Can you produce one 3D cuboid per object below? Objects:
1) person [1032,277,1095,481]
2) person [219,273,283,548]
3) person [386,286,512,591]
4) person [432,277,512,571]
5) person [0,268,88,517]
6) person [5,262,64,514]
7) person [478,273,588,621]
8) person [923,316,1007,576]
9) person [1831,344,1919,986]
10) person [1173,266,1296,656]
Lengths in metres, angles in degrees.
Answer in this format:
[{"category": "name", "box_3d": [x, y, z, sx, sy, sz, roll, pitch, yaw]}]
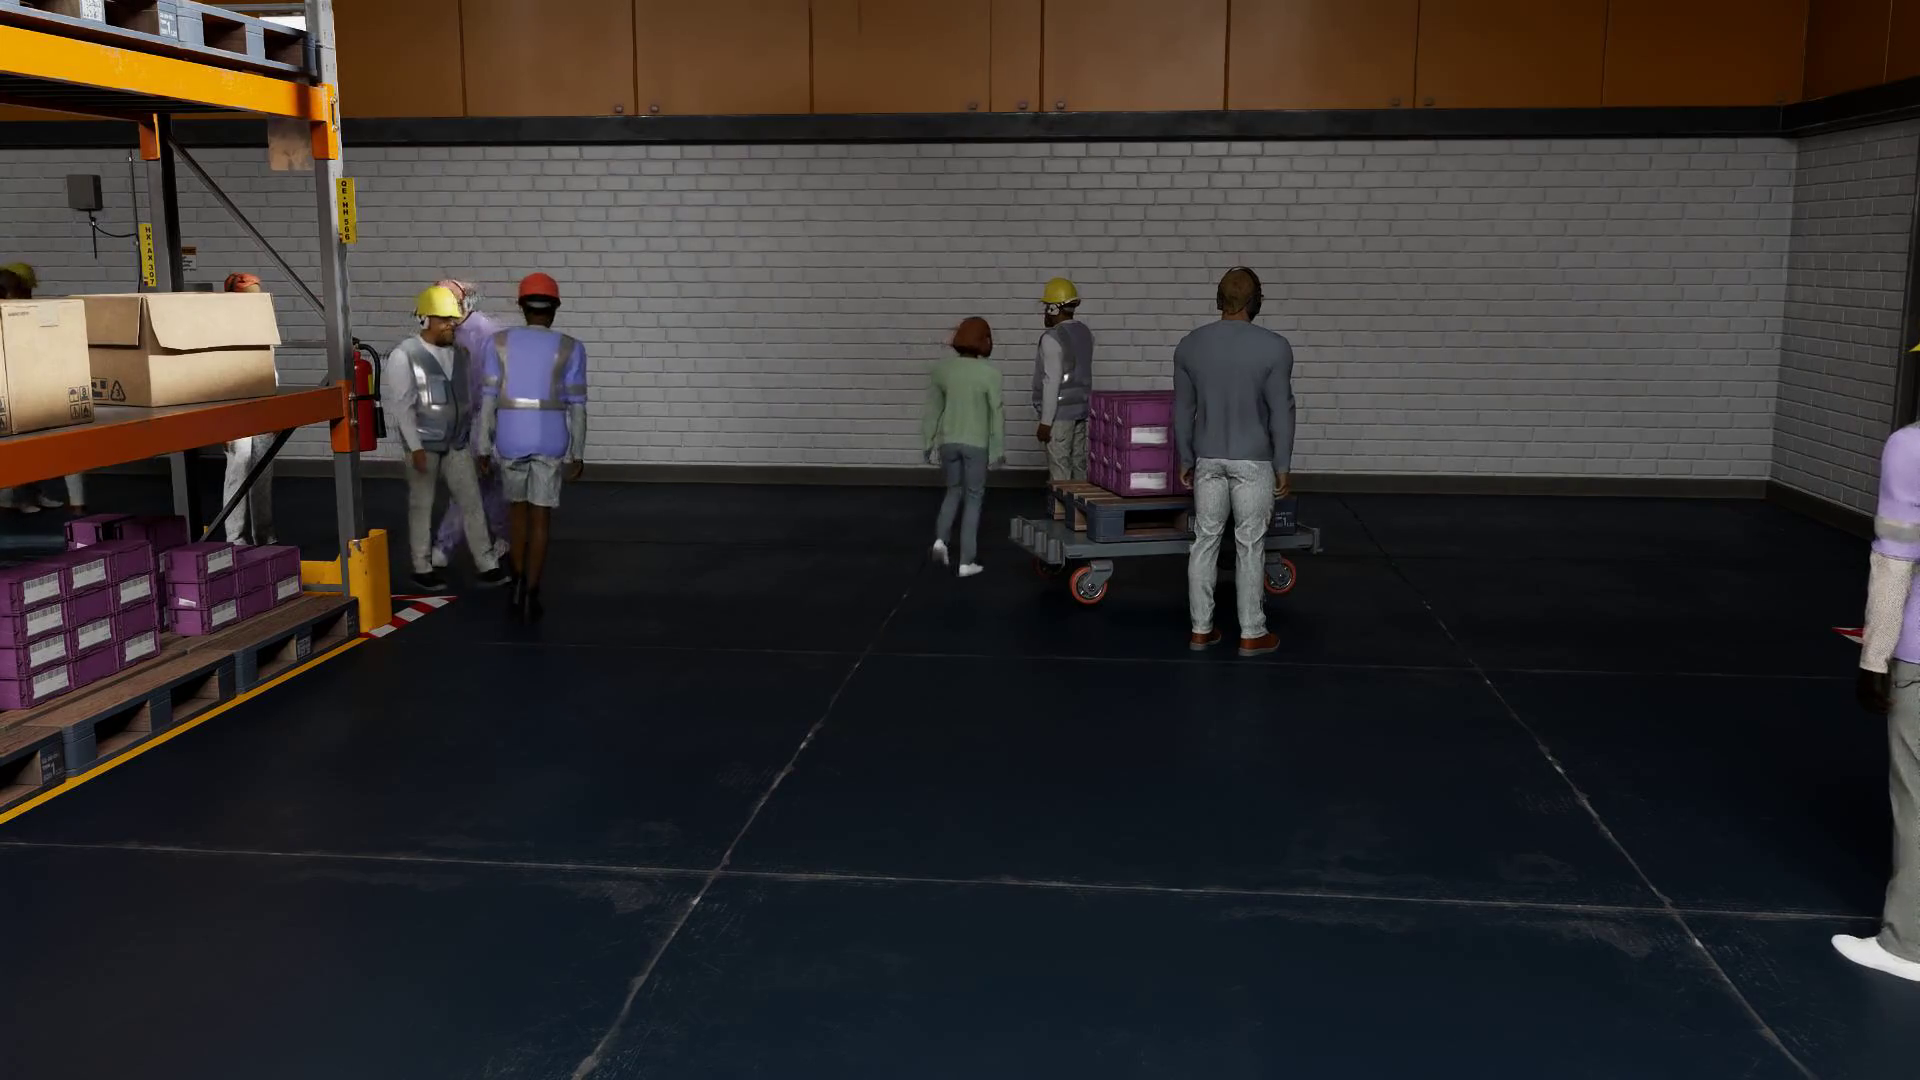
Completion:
[{"category": "person", "box_3d": [0.693, -0.874, 11.409, 0.404, 1.834, 0.592, 6, 12, 31]}, {"category": "person", "box_3d": [-4.569, -0.765, 10.672, 0.348, 1.879, 0.576, 2, 10, 14]}, {"category": "person", "box_3d": [-3.001, -0.573, 9.762, 0.719, 1.801, 0.611, 7, 12, 35]}, {"category": "person", "box_3d": [-3.164, -0.735, 10.582, 0.657, 1.841, 0.978, 6, 12, 31]}, {"category": "person", "box_3d": [-7.072, -1.098, 12.610, 0.851, 1.886, 0.649, 2, 10, 14]}, {"category": "person", "box_3d": [-7.221, -1.172, 12.851, 0.381, 1.923, 0.591, 0, 10, 2]}, {"category": "person", "box_3d": [-2.336, -0.515, 9.178, 0.577, 1.889, 0.600, 0, 10, -2]}, {"category": "person", "box_3d": [0.026, -0.574, 10.309, 0.551, 1.614, 0.376, 5, 11, 28]}, {"category": "person", "box_3d": [2.744, 0.272, 4.617, 0.588, 1.919, 0.401, -2, 10, -14]}, {"category": "person", "box_3d": [1.372, -0.387, 8.321, 0.636, 1.939, 0.364, 6, 12, 31]}]
